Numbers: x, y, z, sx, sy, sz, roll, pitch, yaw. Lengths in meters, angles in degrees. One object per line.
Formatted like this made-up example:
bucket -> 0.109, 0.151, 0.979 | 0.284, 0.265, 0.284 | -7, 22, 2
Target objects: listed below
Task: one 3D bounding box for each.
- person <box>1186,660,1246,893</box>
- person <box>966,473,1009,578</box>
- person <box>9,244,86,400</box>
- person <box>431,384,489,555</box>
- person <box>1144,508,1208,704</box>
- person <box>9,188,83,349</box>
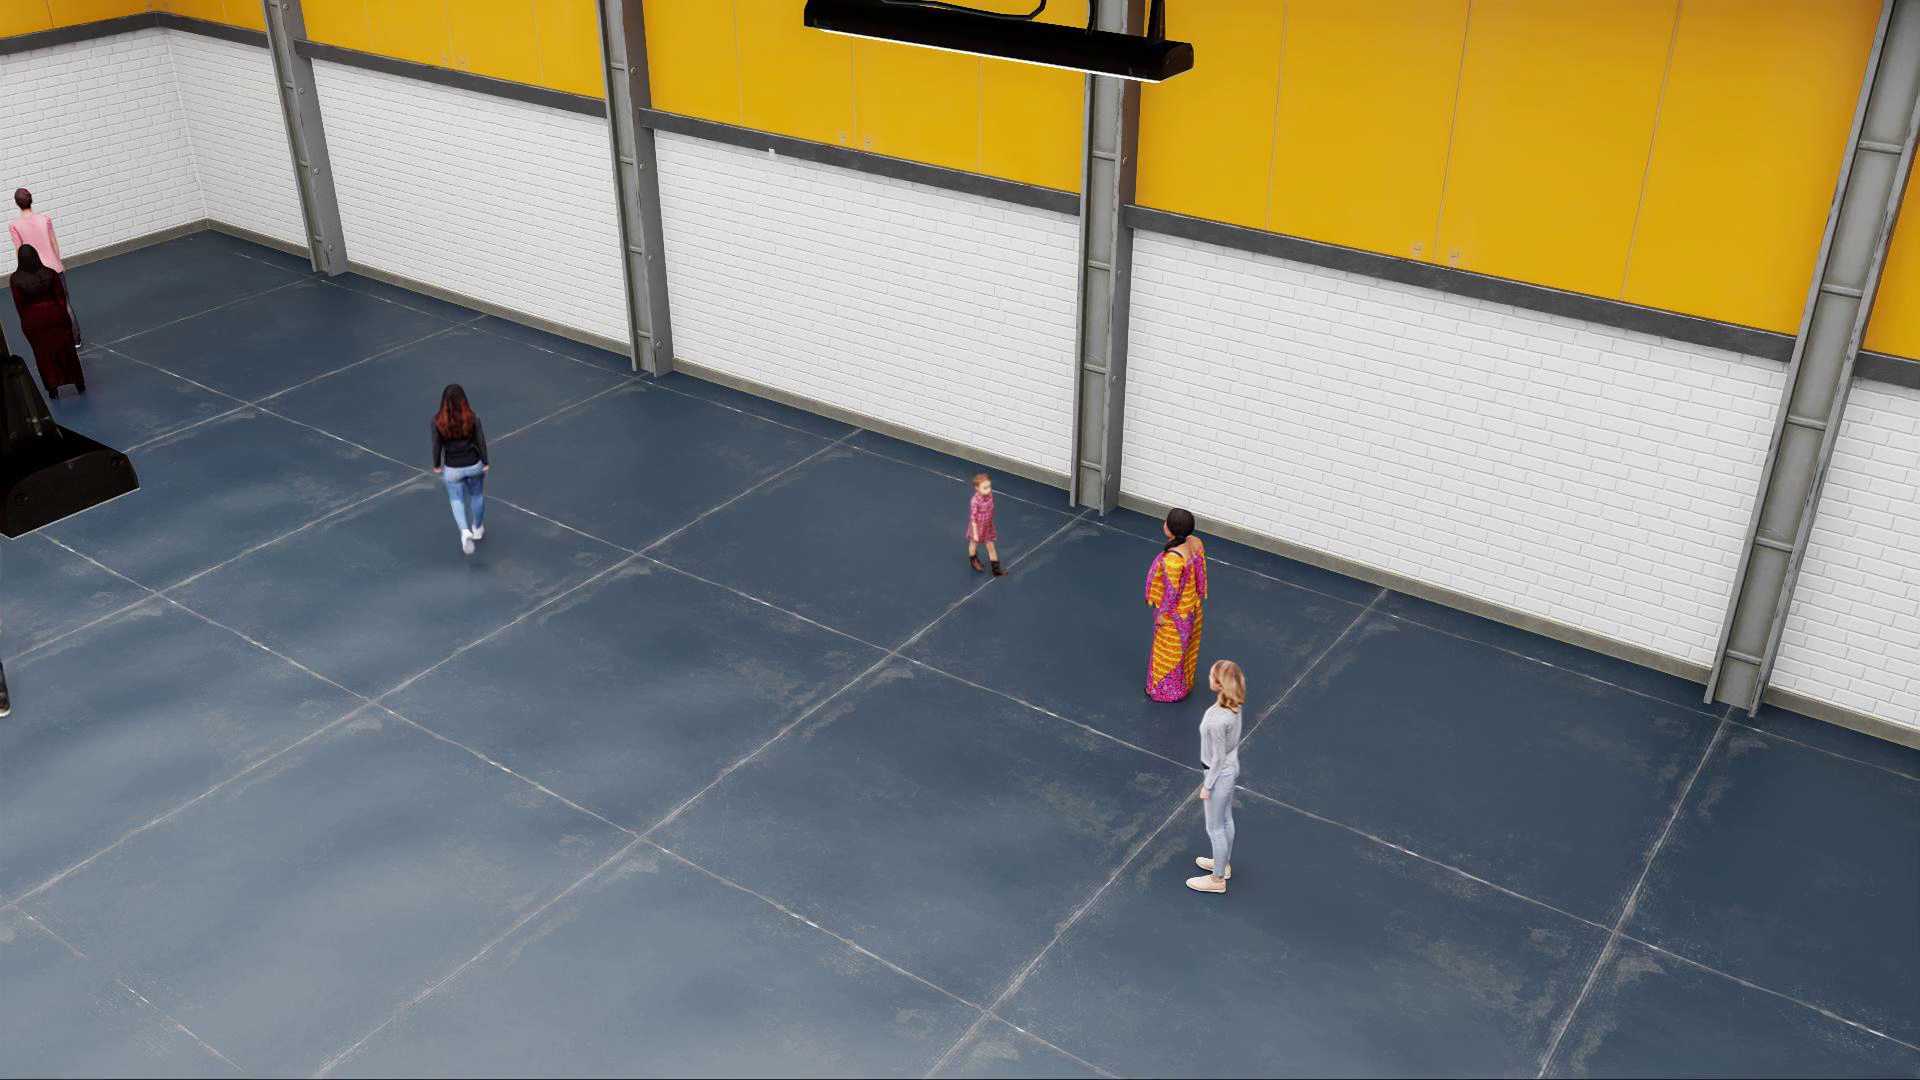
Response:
person -> 1.724, 1.568, 11.049 | 0.563, 1.795, 0.627 | 12, 31, 20
person -> 0.173, -0.157, 15.041 | 0.574, 1.000, 0.776 | -20, 34, -32
person -> -10.114, -2.420, 18.400 | 0.746, 1.756, 0.735 | -19, 34, -31
person -> -4.572, -0.637, 15.281 | 0.975, 1.612, 1.079 | -8, 30, -14
person -> 1.684, 0.478, 13.164 | 0.663, 1.683, 0.661 | 15, 32, 26
person -> -10.785, -3.176, 19.574 | 0.660, 1.959, 0.609 | -25, 37, -38
